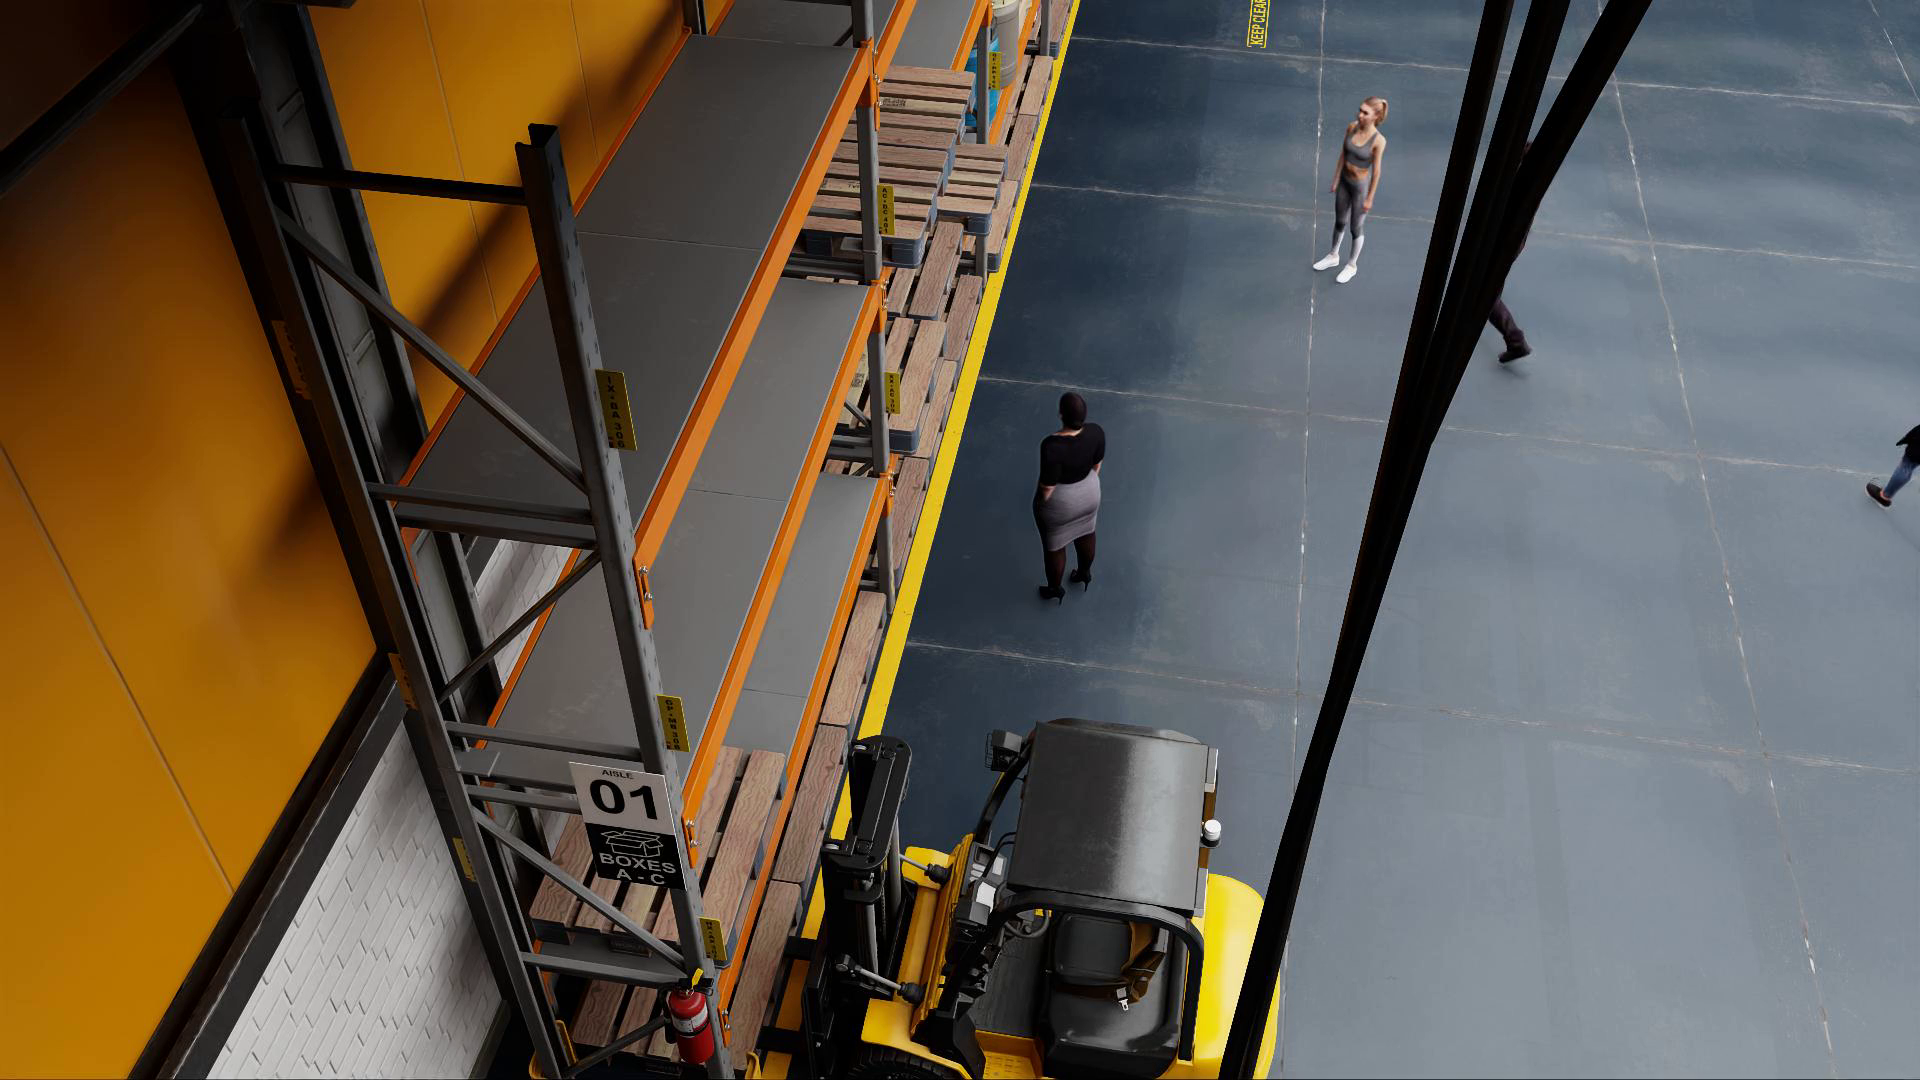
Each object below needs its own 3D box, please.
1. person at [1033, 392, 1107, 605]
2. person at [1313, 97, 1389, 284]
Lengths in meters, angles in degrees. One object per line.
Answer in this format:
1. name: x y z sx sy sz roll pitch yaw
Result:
1. person: 0.741 -0.275 11.224 0.773 1.760 0.825 -24 48 -23
2. person: 3.364 -2.987 14.113 0.714 1.702 0.659 -28 50 -26
